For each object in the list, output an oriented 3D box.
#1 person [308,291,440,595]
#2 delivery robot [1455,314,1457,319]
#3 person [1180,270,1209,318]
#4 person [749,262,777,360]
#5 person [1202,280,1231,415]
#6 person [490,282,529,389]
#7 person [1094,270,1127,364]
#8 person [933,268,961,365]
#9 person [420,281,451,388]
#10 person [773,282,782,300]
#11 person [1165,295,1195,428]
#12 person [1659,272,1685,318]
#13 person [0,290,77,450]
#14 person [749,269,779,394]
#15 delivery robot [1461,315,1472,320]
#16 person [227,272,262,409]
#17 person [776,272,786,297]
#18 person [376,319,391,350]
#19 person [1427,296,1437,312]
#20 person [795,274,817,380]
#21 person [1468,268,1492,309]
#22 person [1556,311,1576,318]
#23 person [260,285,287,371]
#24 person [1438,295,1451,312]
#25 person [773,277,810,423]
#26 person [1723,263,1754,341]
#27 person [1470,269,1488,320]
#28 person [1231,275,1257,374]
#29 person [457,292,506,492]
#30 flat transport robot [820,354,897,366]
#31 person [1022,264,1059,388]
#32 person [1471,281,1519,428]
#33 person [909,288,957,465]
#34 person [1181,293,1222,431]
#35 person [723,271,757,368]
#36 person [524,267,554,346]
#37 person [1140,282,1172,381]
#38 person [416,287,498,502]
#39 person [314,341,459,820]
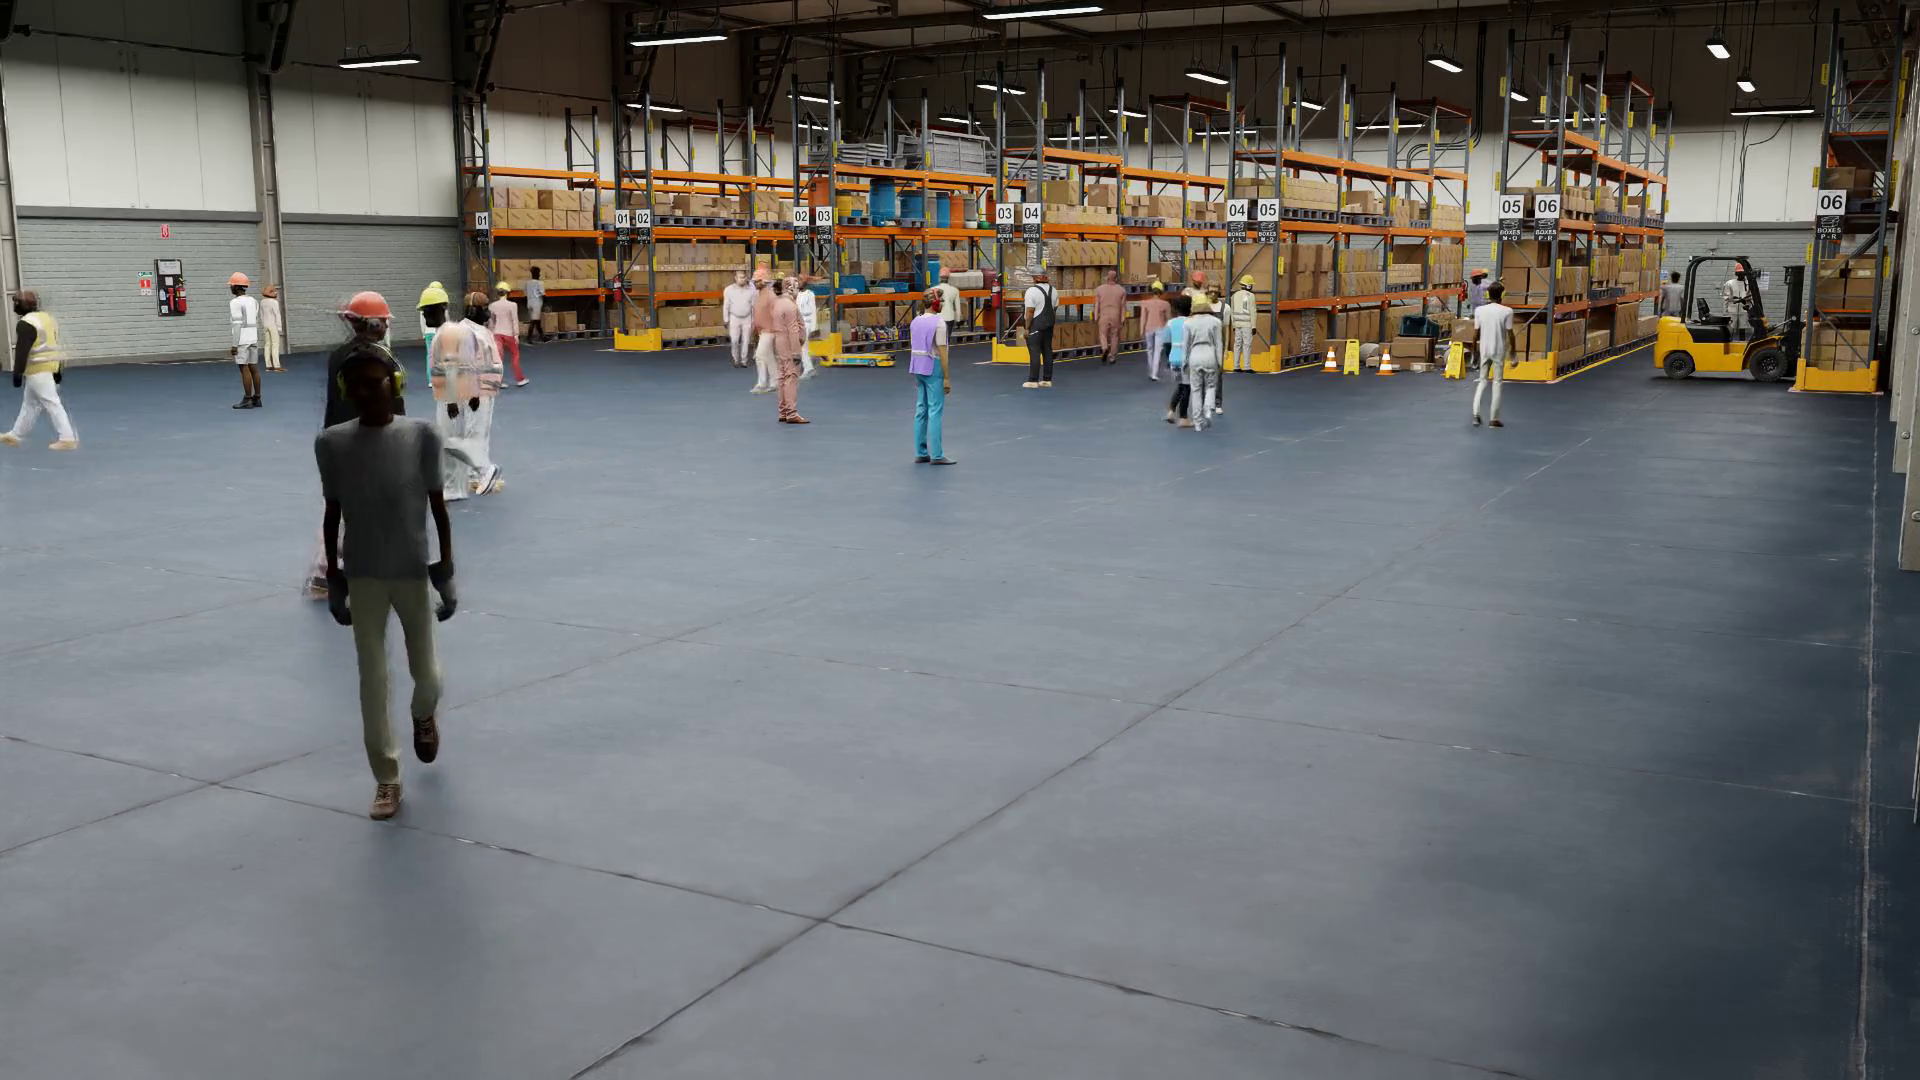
[{"bbox_3d":[-3.850,-0.623,10.768,0.643,1.948,1.010,8,13,40],"label":"person"},{"bbox_3d":[13.849,-6.044,46.297,0.477,0.478,0.707,-2,10,-15],"label":"delivery robot"},{"bbox_3d":[4.450,-4.168,31.590,0.558,1.916,0.650,2,10,9],"label":"person"},{"bbox_3d":[-4.127,-4.793,34.893,0.605,2.045,0.388,-1,10,-3],"label":"person"},{"bbox_3d":[3.456,-2.640,22.870,0.508,1.845,0.345,1,10,7],"label":"person"},{"bbox_3d":[-7.480,-3.381,27.492,0.550,1.733,0.731,2,10,13],"label":"person"},{"bbox_3d":[3.046,-4.506,33.653,0.661,1.889,0.463,0,10,2],"label":"person"},{"bbox_3d":[-0.298,-4.223,31.864,0.640,1.938,1.047,1,10,8],"label":"person"},{"bbox_3d":[-8.652,-3.387,27.507,0.526,1.757,0.343,2,10,11],"label":"person"},{"bbox_3d":[-3.500,-4.235,32.702,0.559,1.663,0.628,9,13,44],"label":"person"},{"bbox_3d":[2.849,-2.260,21.100,0.356,1.687,0.543,-7,12,-36],"label":"person"},{"bbox_3d":[16.378,-5.256,38.256,0.514,1.832,0.967,4,10,20],"label":"person"},{"bbox_3d":[-10.451,-1.895,18.683,0.966,1.787,0.634,-2,10,-10],"label":"person"},{"bbox_3d":[-3.152,-3.278,26.237,0.762,1.962,0.651,-6,11,-31],"label":"person"},{"bbox_3d":[13.894,-5.942,45.698,0.707,0.478,0.477,1,10,8],"label":"delivery robot"},{"bbox_3d":[-10.249,-2.846,23.791,0.348,1.942,0.548,1,10,8],"label":"person"},{"bbox_3d":[-4.099,-5.260,38.272,0.607,1.819,0.588,4,10,22],"label":"person"},{"bbox_3d":[-9.239,-3.102,26.230,0.503,1.613,0.563,-5,11,-28],"label":"person"},{"bbox_3d":[13.589,-6.811,47.975,0.505,1.604,0.530,2,10,14],"label":"person"},{"bbox_3d":[-2.778,-3.747,29.288,0.430,1.868,0.581,-5,11,-26],"label":"person"},{"bbox_3d":[13.973,-6.332,44.437,0.660,1.867,0.870,0,10,-2],"label":"person"},{"bbox_3d":[14.756,-5.681,40.480,0.641,1.913,0.408,3,10,17],"label":"person"},{"bbox_3d":[-13.027,-4.010,31.506,0.505,1.633,0.279,6,11,30],"label":"person"},{"bbox_3d":[13.544,-6.557,46.517,0.793,1.594,0.532,1,10,4],"label":"person"},{"bbox_3d":[-2.202,-2.473,21.719,0.410,1.907,0.642,-4,11,-23],"label":"person"},{"bbox_3d":[16.196,-4.743,34.603,0.608,2.044,0.377,4,11,25],"label":"person"},{"bbox_3d":[11.167,-4.866,35.775,0.380,1.900,0.807,2,10,10],"label":"person"},{"bbox_3d":[5.266,-3.972,30.702,0.403,1.830,0.601,-6,12,-33],"label":"person"},{"bbox_3d":[-4.458,-1.373,15.463,0.429,1.844,0.625,-1,10,-4],"label":"person"},{"bbox_3d":[-2.001,-3.567,32.900,1.431,0.197,0.652,1,10,5],"label":"flat transport robot"},{"bbox_3d":[1.278,-3.551,27.631,0.683,2.000,0.538,-9,13,-42],"label":"person"},{"bbox_3d":[6.784,-2.345,21.093,0.541,1.864,0.394,8,13,40],"label":"person"},{"bbox_3d":[-0.315,-1.704,17.380,0.388,1.847,0.563,-7,12,-37],"label":"person"},{"bbox_3d":[3.011,-2.211,20.751,0.517,1.707,0.503,2,10,9],"label":"person"},{"bbox_3d":[-4.247,-4.284,32.346,0.679,1.888,0.537,-3,10,-16],"label":"person"},{"bbox_3d":[-10.309,-5.695,40.563,0.625,1.908,1.021,8,12,38],"label":"person"},{"bbox_3d":[3.460,-3.670,29.277,0.551,1.714,0.924,3,10,18],"label":"person"},{"bbox_3d":[-4.488,-1.279,14.725,0.539,1.900,0.629,-5,11,-25],"label":"person"},{"bbox_3d":[-2.267,0.128,6.642,0.509,1.858,0.669,-2,10,-13],"label":"person"}]
